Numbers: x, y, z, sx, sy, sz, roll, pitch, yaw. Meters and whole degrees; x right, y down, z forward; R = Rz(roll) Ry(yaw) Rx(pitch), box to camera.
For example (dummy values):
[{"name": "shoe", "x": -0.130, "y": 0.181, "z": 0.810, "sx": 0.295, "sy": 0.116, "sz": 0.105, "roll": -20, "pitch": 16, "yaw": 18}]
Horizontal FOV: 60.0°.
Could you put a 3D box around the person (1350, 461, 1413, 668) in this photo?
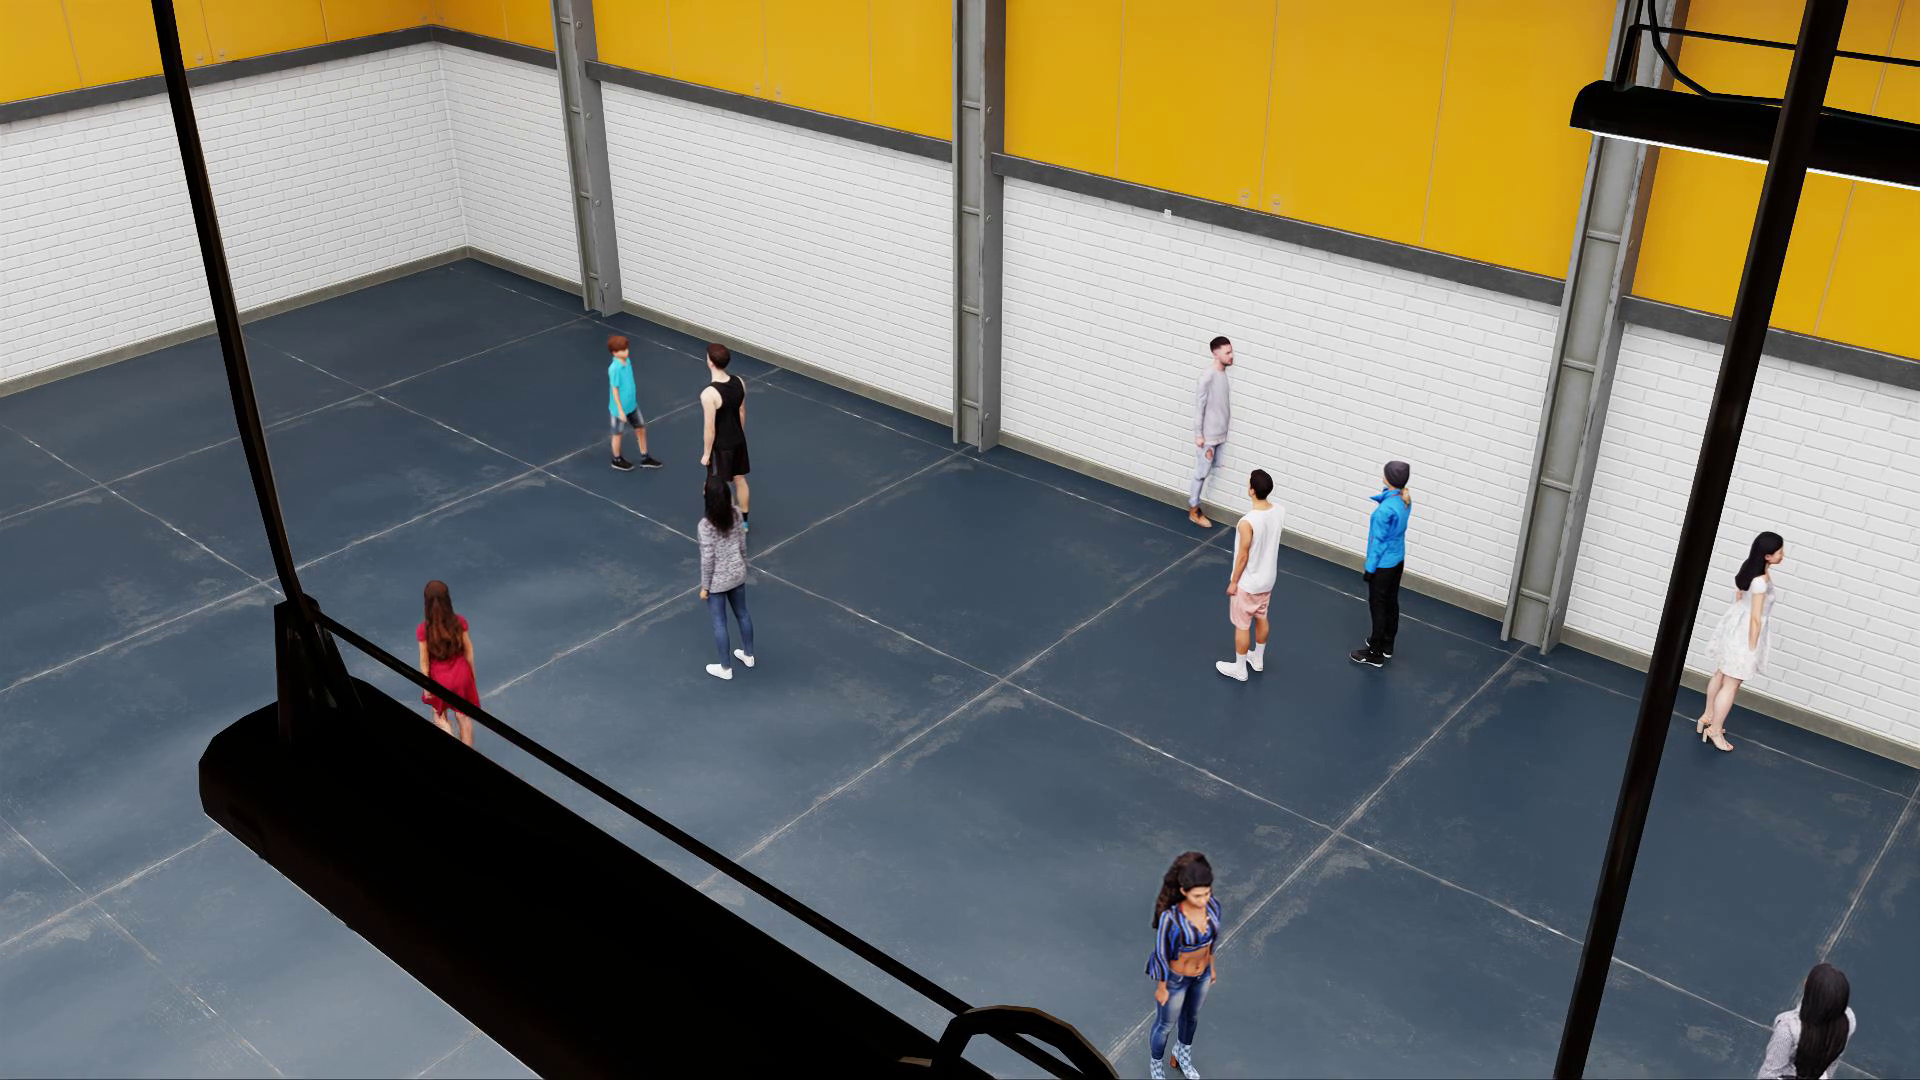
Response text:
[{"name": "person", "x": 3.390, "y": 0.185, "z": 13.208, "sx": 0.535, "sy": 1.795, "sz": 0.628, "roll": 25, "pitch": 37, "yaw": 38}]

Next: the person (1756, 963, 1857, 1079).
[{"name": "person", "x": 4.217, "y": 2.820, "z": 8.451, "sx": 0.672, "sy": 1.725, "sz": 0.712, "roll": -5, "pitch": 29, "yaw": -10}]

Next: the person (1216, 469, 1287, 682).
[{"name": "person", "x": 2.306, "y": 0.278, "z": 13.044, "sx": 0.684, "sy": 1.788, "sz": 0.624, "roll": -21, "pitch": 35, "yaw": -34}]

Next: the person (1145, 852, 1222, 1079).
[{"name": "person", "x": 1.256, "y": 2.424, "z": 9.288, "sx": 0.686, "sy": 1.618, "sz": 0.665, "roll": -15, "pitch": 32, "yaw": -26}]

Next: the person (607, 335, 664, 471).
[{"name": "person", "x": -3.378, "y": -1.354, "z": 16.409, "sx": 0.812, "sy": 1.432, "sz": 0.656, "roll": 13, "pitch": 31, "yaw": 22}]

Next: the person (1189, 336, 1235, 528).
[{"name": "person", "x": 2.341, "y": -1.031, "z": 15.394, "sx": 0.705, "sy": 1.837, "sz": 0.611, "roll": -23, "pitch": 36, "yaw": -36}]

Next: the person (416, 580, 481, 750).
[{"name": "person", "x": -3.652, "y": 1.021, "z": 11.943, "sx": 0.659, "sy": 1.538, "sz": 0.727, "roll": -15, "pitch": 32, "yaw": -26}]

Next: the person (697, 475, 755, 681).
[{"name": "person", "x": -1.861, "y": 0.282, "z": 13.097, "sx": 0.515, "sy": 1.731, "sz": 0.619, "roll": 23, "pitch": 36, "yaw": 36}]

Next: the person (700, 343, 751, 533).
[{"name": "person", "x": -2.121, "y": -0.886, "z": 15.071, "sx": 0.577, "sy": 1.892, "sz": 0.686, "roll": 20, "pitch": 34, "yaw": 32}]

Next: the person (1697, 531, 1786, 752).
[{"name": "person", "x": 5.759, "y": 0.728, "z": 12.235, "sx": 0.789, "sy": 1.774, "sz": 0.763, "roll": 6, "pitch": 29, "yaw": 10}]
